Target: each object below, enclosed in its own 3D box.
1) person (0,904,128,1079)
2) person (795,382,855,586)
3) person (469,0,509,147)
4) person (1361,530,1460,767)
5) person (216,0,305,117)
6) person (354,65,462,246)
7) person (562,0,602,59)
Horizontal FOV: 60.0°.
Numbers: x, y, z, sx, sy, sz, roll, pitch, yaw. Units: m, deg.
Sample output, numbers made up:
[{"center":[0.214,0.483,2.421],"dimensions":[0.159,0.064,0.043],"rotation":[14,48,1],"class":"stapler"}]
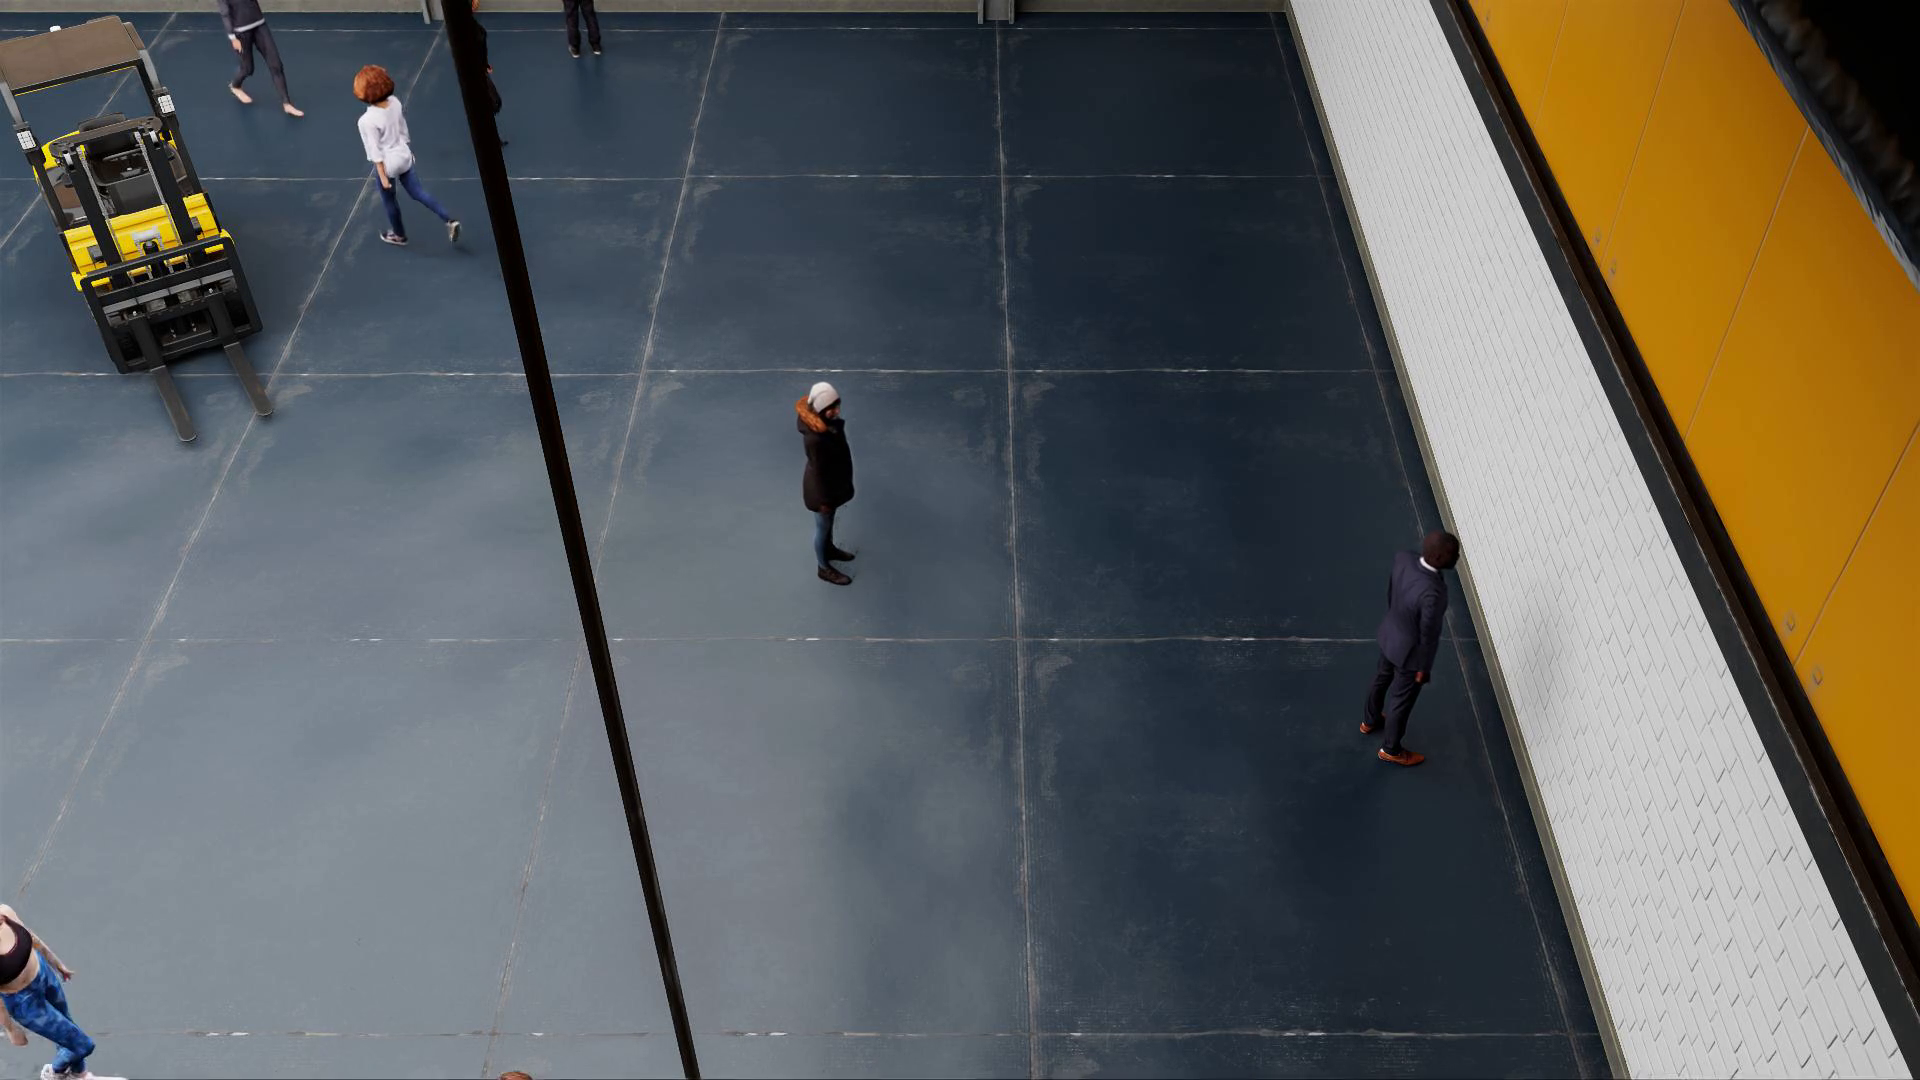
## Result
[{"center":[-4.764,2.328,8.419],"dimensions":[0.662,1.779,0.599],"rotation":[-2,44,-2],"class":"person"},{"center":[-0.921,-0.406,11.392],"dimensions":[0.637,1.636,0.657],"rotation":[6,44,6],"class":"person"},{"center":[-4.606,-4.390,15.577],"dimensions":[0.652,1.632,0.634],"rotation":[-10,44,-10],"class":"person"},{"center":[2.735,0.636,10.162],"dimensions":[0.677,1.825,0.733],"rotation":[-8,44,-8],"class":"person"},{"center":[-6.959,-4.949,16.087],"dimensions":[1.180,1.739,0.973],"rotation":[22,48,21],"class":"person"},{"center":[-4.804,-3.254,14.342],"dimensions":[1.134,1.690,0.914],"rotation":[17,46,17],"class":"person"},{"center":[-3.941,-5.669,17.051],"dimensions":[0.569,1.450,0.720],"rotation":[-13,45,-13],"class":"person"}]
